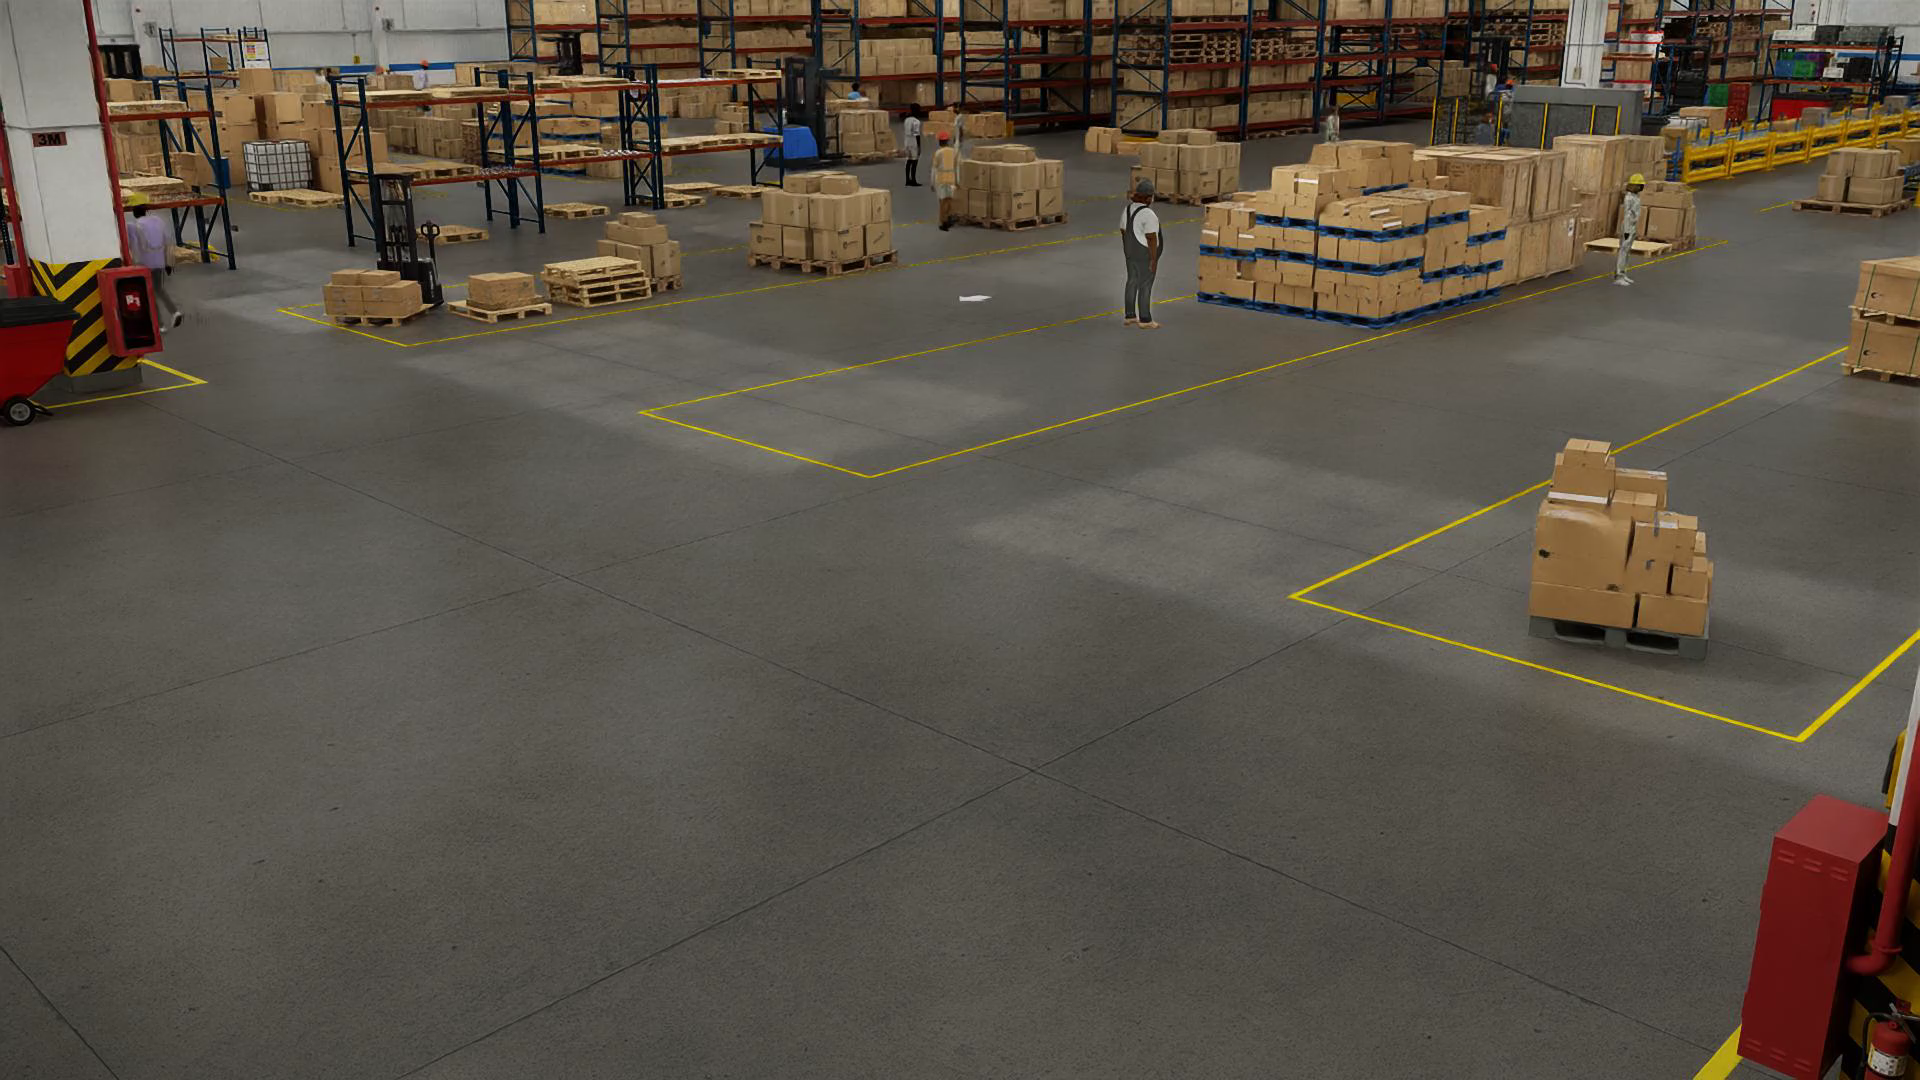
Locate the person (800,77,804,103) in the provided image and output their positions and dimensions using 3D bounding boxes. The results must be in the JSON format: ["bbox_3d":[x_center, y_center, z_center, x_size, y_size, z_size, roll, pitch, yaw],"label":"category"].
[{"bbox_3d":[-5.630,-16.338,60.782,0.947,1.829,0.640,-11,21,-30],"label":"person"}]

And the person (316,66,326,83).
[{"bbox_3d":[-22.720,-15.827,59.017,0.983,1.909,0.625,9,20,25],"label":"person"}]

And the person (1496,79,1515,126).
[{"bbox_3d":[16.586,-12.983,50.391,0.581,1.917,0.553,15,24,39],"label":"person"}]

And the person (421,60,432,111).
[{"bbox_3d":[-20.515,-17.437,63.849,0.529,1.900,0.590,-1,18,-4],"label":"person"}]

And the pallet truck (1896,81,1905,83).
[{"bbox_3d":[34.802,-16.331,61.455,0.653,1.274,1.630,17,25,41],"label":"pallet truck"}]

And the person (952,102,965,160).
[{"bbox_3d":[-0.055,-9.973,41.443,0.394,1.853,0.511,1,18,2],"label":"person"}]

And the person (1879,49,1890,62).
[{"bbox_3d":[45.083,-23.080,81.101,0.579,1.730,0.514,-6,19,-19],"label":"person"}]

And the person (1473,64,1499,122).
[{"bbox_3d":[18.730,-15.841,58.903,1.035,2.000,0.626,16,24,40],"label":"person"}]

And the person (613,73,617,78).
[{"bbox_3d":[-11.021,-14.059,53.611,0.629,1.940,0.373,3,19,9],"label":"person"}]

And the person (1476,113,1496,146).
[{"bbox_3d":[12.933,-9.717,41.023,0.520,1.619,0.433,-4,19,-13],"label":"person"}]

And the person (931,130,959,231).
[{"bbox_3d":[-0.313,-6.987,32.335,0.565,1.916,0.510,-8,20,-22],"label":"person"}]

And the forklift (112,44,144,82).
[{"bbox_3d":[-26.352,-14.342,52.992,1.873,2.768,1.129,4,19,11],"label":"forklift"}]

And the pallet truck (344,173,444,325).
[{"bbox_3d":[-8.209,-4.181,23.757,0.823,1.965,1.885,3,19,9],"label":"pallet truck"}]

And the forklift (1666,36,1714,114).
[{"bbox_3d":[27.341,-17.291,61.877,1.129,2.768,1.873,17,25,41],"label":"forklift"}]

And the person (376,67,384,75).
[{"bbox_3d":[-19.993,-15.350,57.495,1.026,1.938,0.643,11,21,29],"label":"person"}]

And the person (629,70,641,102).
[{"bbox_3d":[-11.042,-14.879,56.116,0.589,1.919,0.393,-10,21,-27],"label":"person"}]

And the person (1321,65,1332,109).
[{"bbox_3d":[13.825,-16.945,62.576,0.531,1.767,0.328,13,22,34],"label":"person"}]

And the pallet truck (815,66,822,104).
[{"bbox_3d":[-4.812,-15.182,56.903,0.823,1.965,1.885,-9,21,-26],"label":"pallet truck"}]

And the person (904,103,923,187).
[{"bbox_3d":[-1.100,-9.356,39.424,0.386,1.959,0.598,-12,22,-31],"label":"person"}]

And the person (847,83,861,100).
[{"bbox_3d":[-3.347,-13.613,52.692,0.537,1.650,0.862,-6,19,-18],"label":"person"}]

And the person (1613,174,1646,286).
[{"bbox_3d":[10.657,-4.934,26.424,0.302,1.743,0.494,12,22,31],"label":"person"}]

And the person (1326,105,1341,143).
[{"bbox_3d":[9.720,-10.485,43.337,0.530,1.630,0.362,-15,24,-39],"label":"person"}]

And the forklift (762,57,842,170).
[{"bbox_3d":[-4.178,-11.177,43.456,1.129,2.768,1.873,17,25,41],"label":"forklift"}]

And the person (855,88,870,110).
[{"bbox_3d":[-2.945,-12.903,50.605,0.533,1.625,0.461,-10,21,-27],"label":"person"}]

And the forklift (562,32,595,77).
[{"bbox_3d":[-15.883,-19.452,68.388,1.129,2.768,1.873,17,25,41],"label":"forklift"}]

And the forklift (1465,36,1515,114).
[{"bbox_3d":[19.973,-17.201,61.605,1.873,2.768,1.129,16,24,40],"label":"forklift"}]

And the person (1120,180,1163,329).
[{"bbox_3d":[2.553,-3.960,23.023,0.538,2.000,0.690,-10,21,-28],"label":"person"}]

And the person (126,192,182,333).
[{"bbox_3d":[-11.025,-3.768,22.641,0.453,1.911,0.594,7,20,19],"label":"person"}]
